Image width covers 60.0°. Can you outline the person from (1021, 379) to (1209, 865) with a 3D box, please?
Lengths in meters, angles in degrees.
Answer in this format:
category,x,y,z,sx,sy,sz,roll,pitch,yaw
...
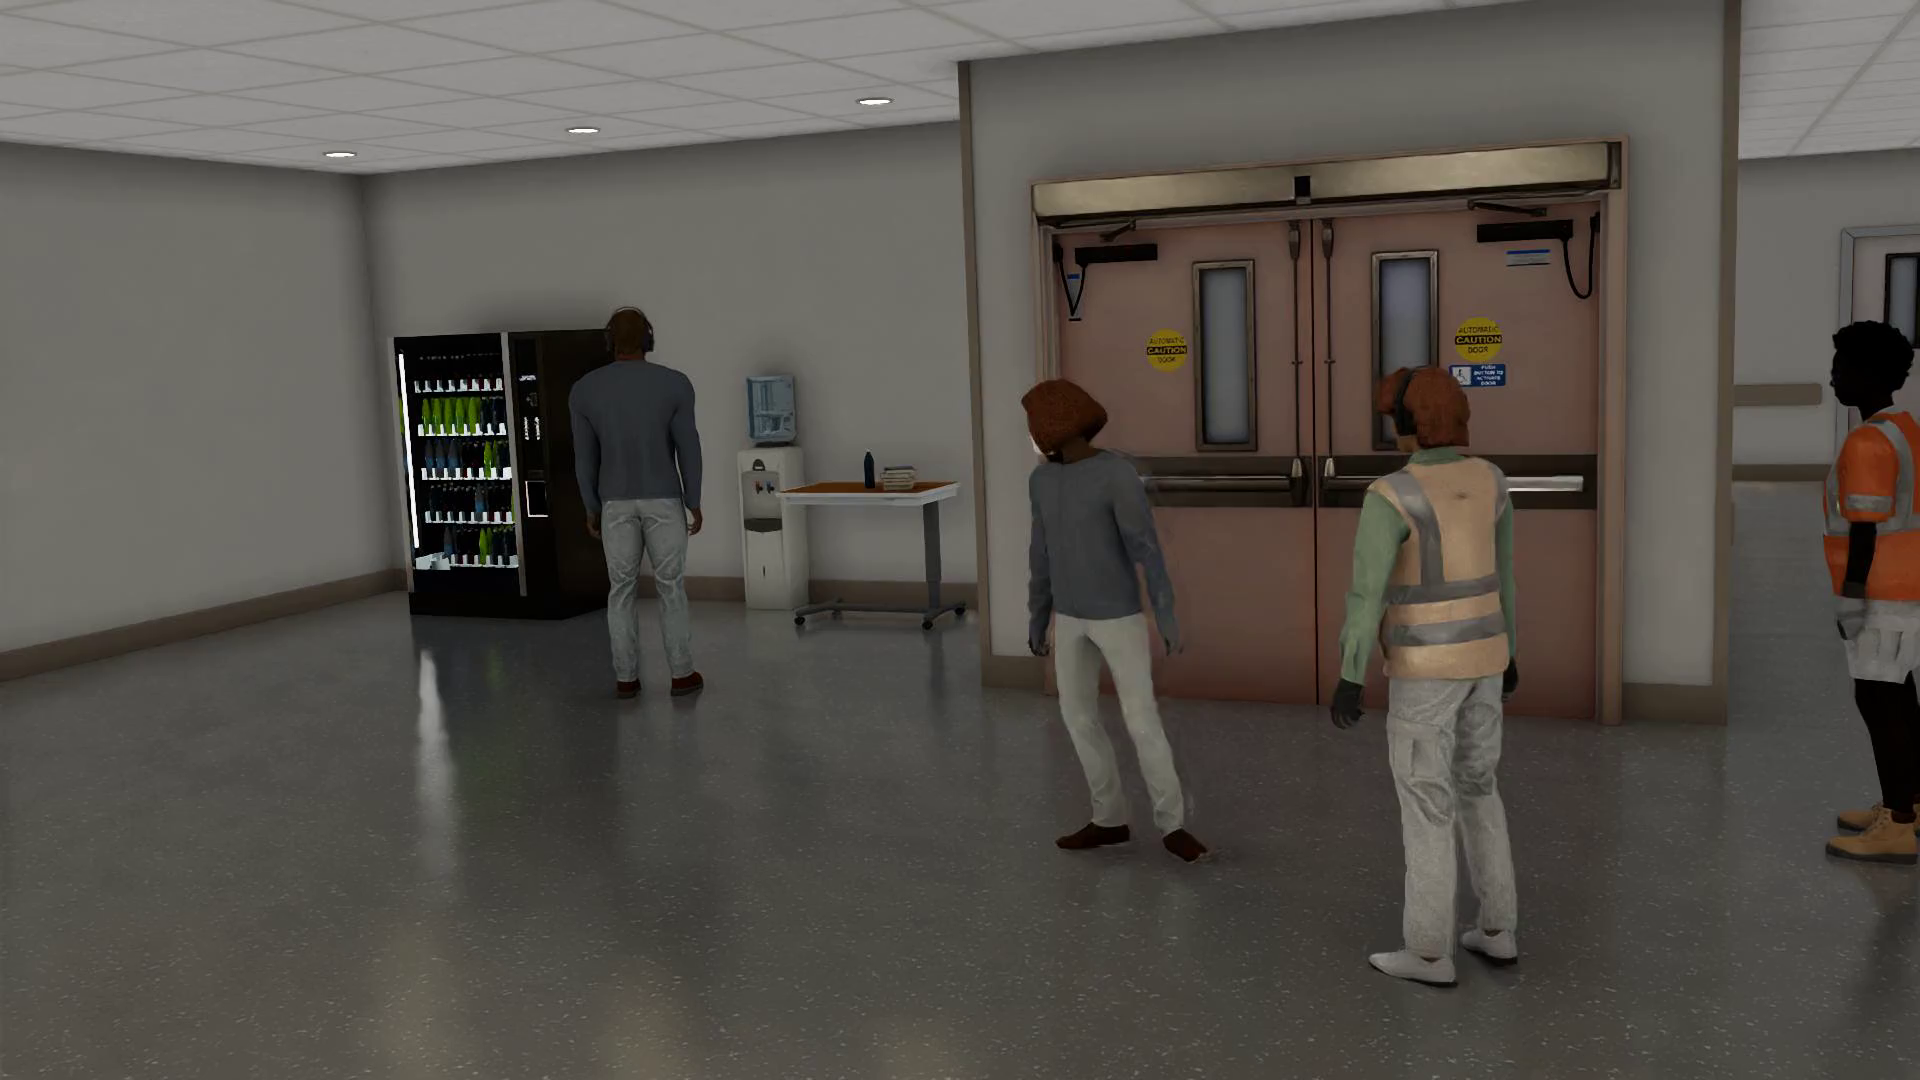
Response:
category,x,y,z,sx,sy,sz,roll,pitch,yaw
person,0.487,0.272,5.436,0.396,1.597,0.644,-9,10,-43

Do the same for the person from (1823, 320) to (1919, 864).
category,x,y,z,sx,sy,sz,roll,pitch,yaw
person,2.897,0.155,5.246,0.321,1.688,0.535,3,9,37

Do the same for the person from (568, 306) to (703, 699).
category,x,y,z,sx,sy,sz,roll,pitch,yaw
person,-1.576,-0.178,8.225,0.632,1.940,0.372,-2,7,-1

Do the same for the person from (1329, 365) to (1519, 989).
category,x,y,z,sx,sy,sz,roll,pitch,yaw
person,1.262,0.357,4.402,0.596,1.628,0.336,-7,9,-32
